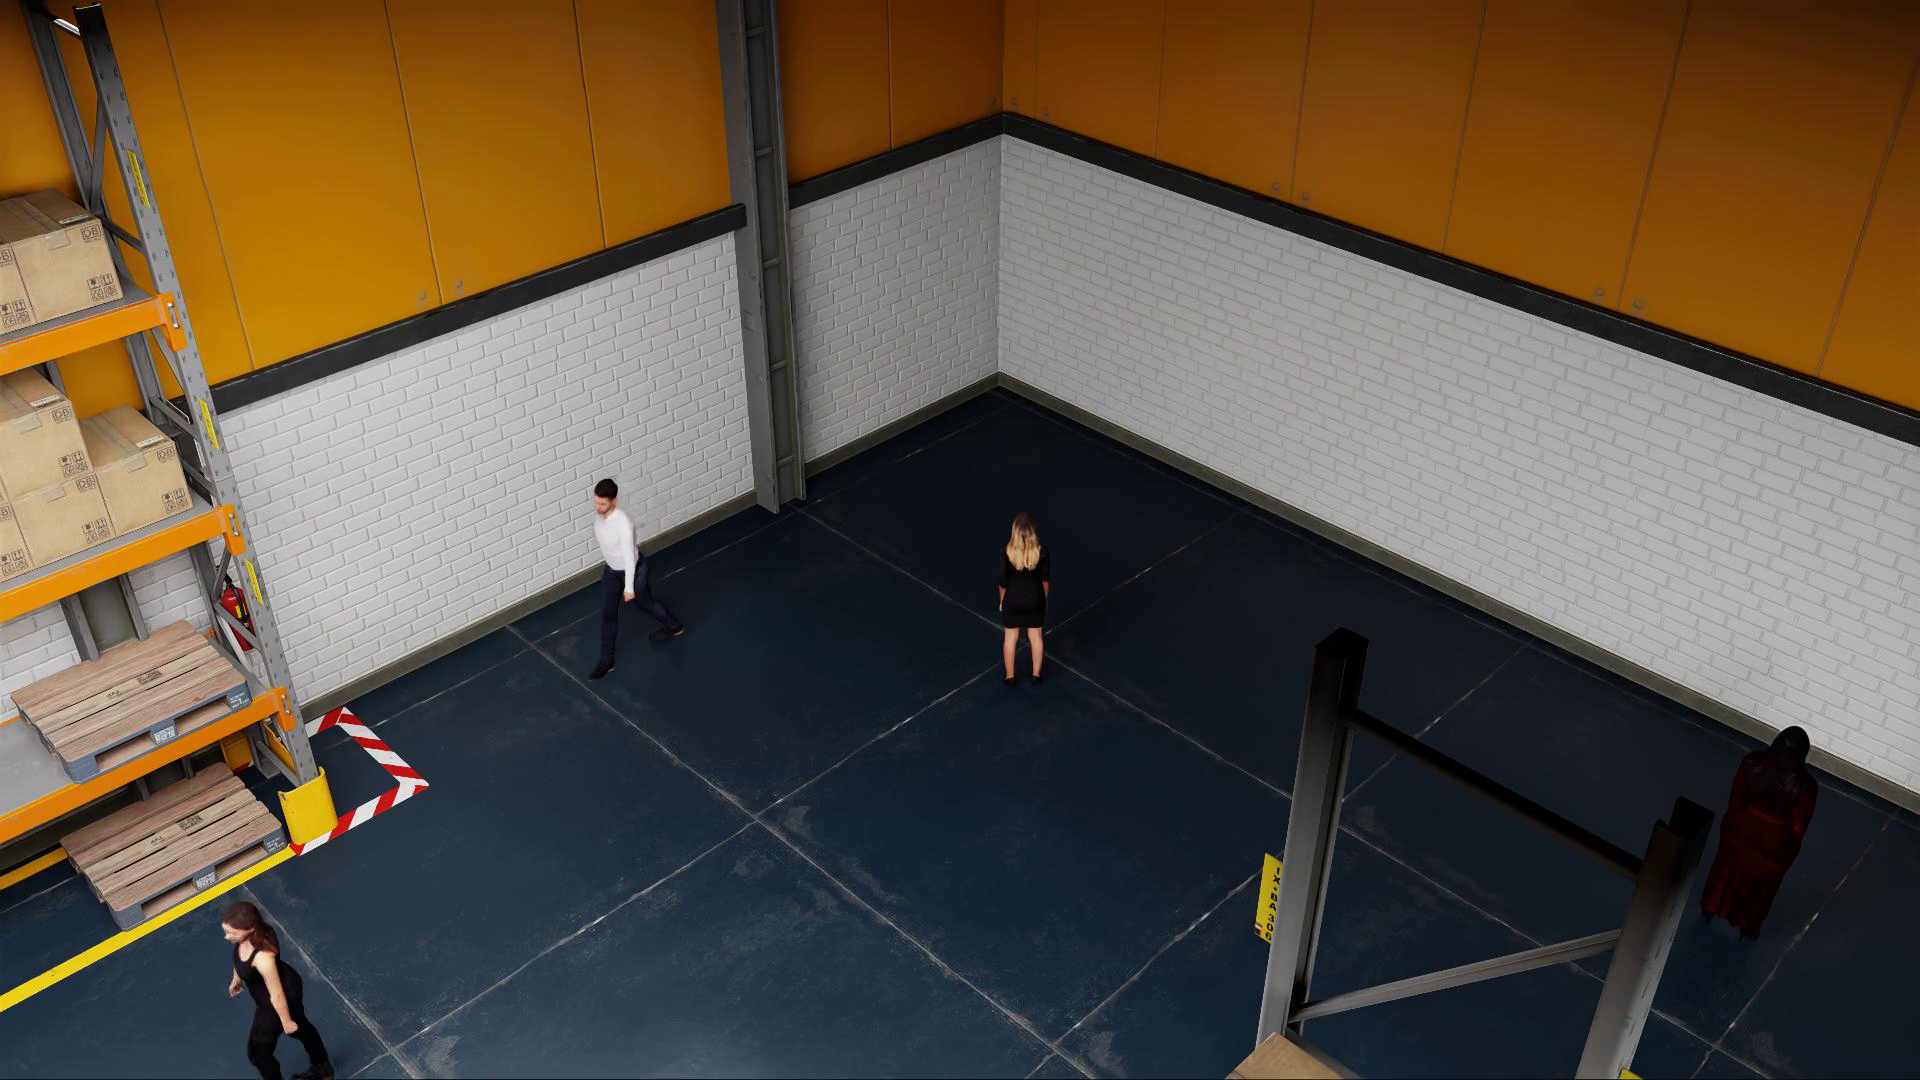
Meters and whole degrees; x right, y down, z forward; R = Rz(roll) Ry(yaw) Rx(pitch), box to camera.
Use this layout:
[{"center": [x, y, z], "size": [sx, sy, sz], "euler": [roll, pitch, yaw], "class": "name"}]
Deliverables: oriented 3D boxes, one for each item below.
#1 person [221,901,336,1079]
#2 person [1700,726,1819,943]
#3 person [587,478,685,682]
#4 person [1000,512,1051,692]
[{"center": [-3.999, 2.712, 9.894], "size": [0.872, 1.674, 0.783], "euler": [-14, 36, -20], "class": "person"}, {"center": [5.290, 1.936, 10.986], "size": [0.647, 1.757, 0.578], "euler": [28, 43, 36], "class": "person"}, {"center": [-2.652, 0.221, 13.517], "size": [1.204, 1.812, 0.680], "euler": [-24, 41, -32], "class": "person"}, {"center": [0.505, 0.492, 13.231], "size": [0.593, 1.677, 0.661], "euler": [-1, 34, -2], "class": "person"}]
